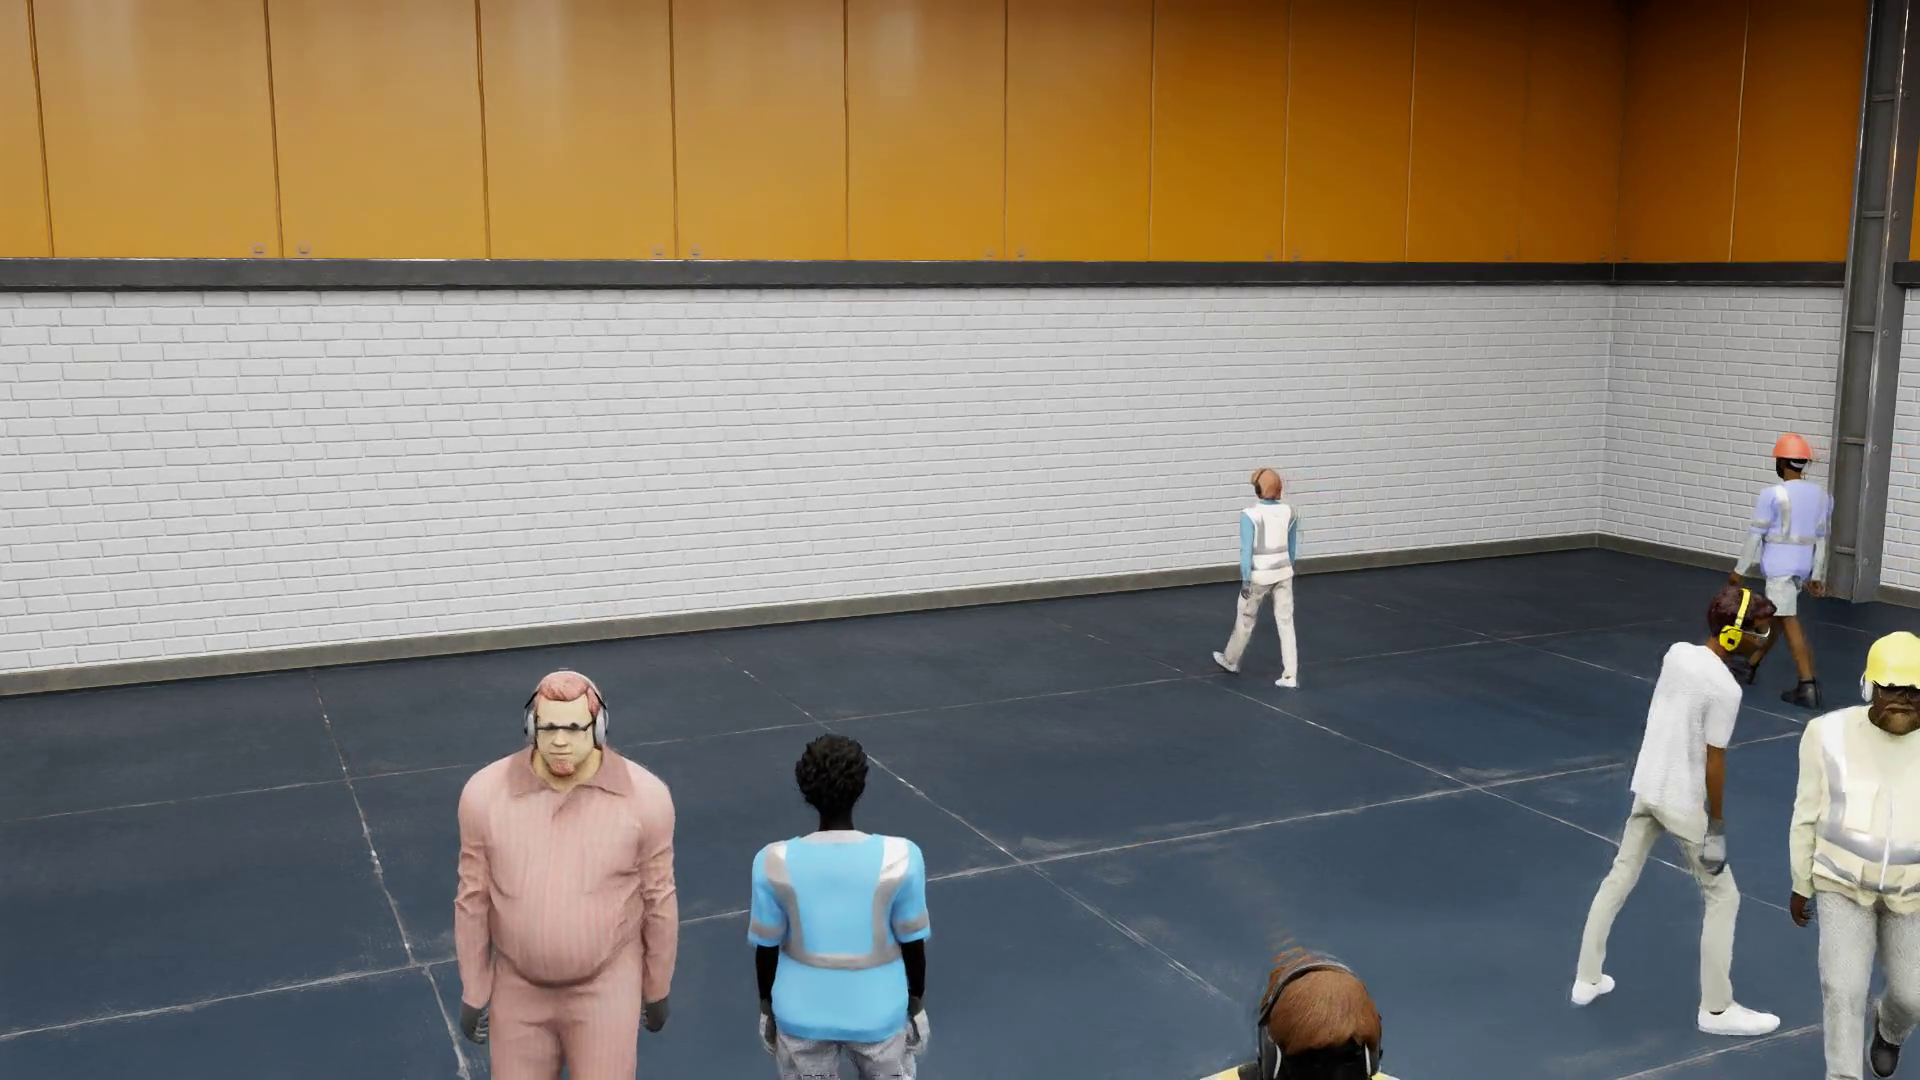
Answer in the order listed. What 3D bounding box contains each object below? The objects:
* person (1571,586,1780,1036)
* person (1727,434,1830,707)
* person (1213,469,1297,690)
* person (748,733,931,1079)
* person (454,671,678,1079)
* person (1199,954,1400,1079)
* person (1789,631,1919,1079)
[{"bbox_3d":[2.902,1.063,6.701,0.712,1.808,0.631,-2,9,-11],"label":"person"},{"bbox_3d":[5.839,0.192,11.862,0.564,1.885,0.985,-3,10,-20],"label":"person"},{"bbox_3d":[2.234,0.270,12.268,0.552,1.590,0.847,-4,10,-25],"label":"person"},{"bbox_3d":[-0.358,1.404,4.946,0.545,1.682,0.404,0,9,2],"label":"person"},{"bbox_3d":[-1.165,1.294,5.010,0.649,1.889,0.659,0,9,-3],"label":"person"},{"bbox_3d":[0.643,1.653,2.971,0.654,1.825,0.634,-1,9,-8],"label":"person"},{"bbox_3d":[3.259,1.192,5.888,0.602,1.818,0.611,4,10,26],"label":"person"}]
